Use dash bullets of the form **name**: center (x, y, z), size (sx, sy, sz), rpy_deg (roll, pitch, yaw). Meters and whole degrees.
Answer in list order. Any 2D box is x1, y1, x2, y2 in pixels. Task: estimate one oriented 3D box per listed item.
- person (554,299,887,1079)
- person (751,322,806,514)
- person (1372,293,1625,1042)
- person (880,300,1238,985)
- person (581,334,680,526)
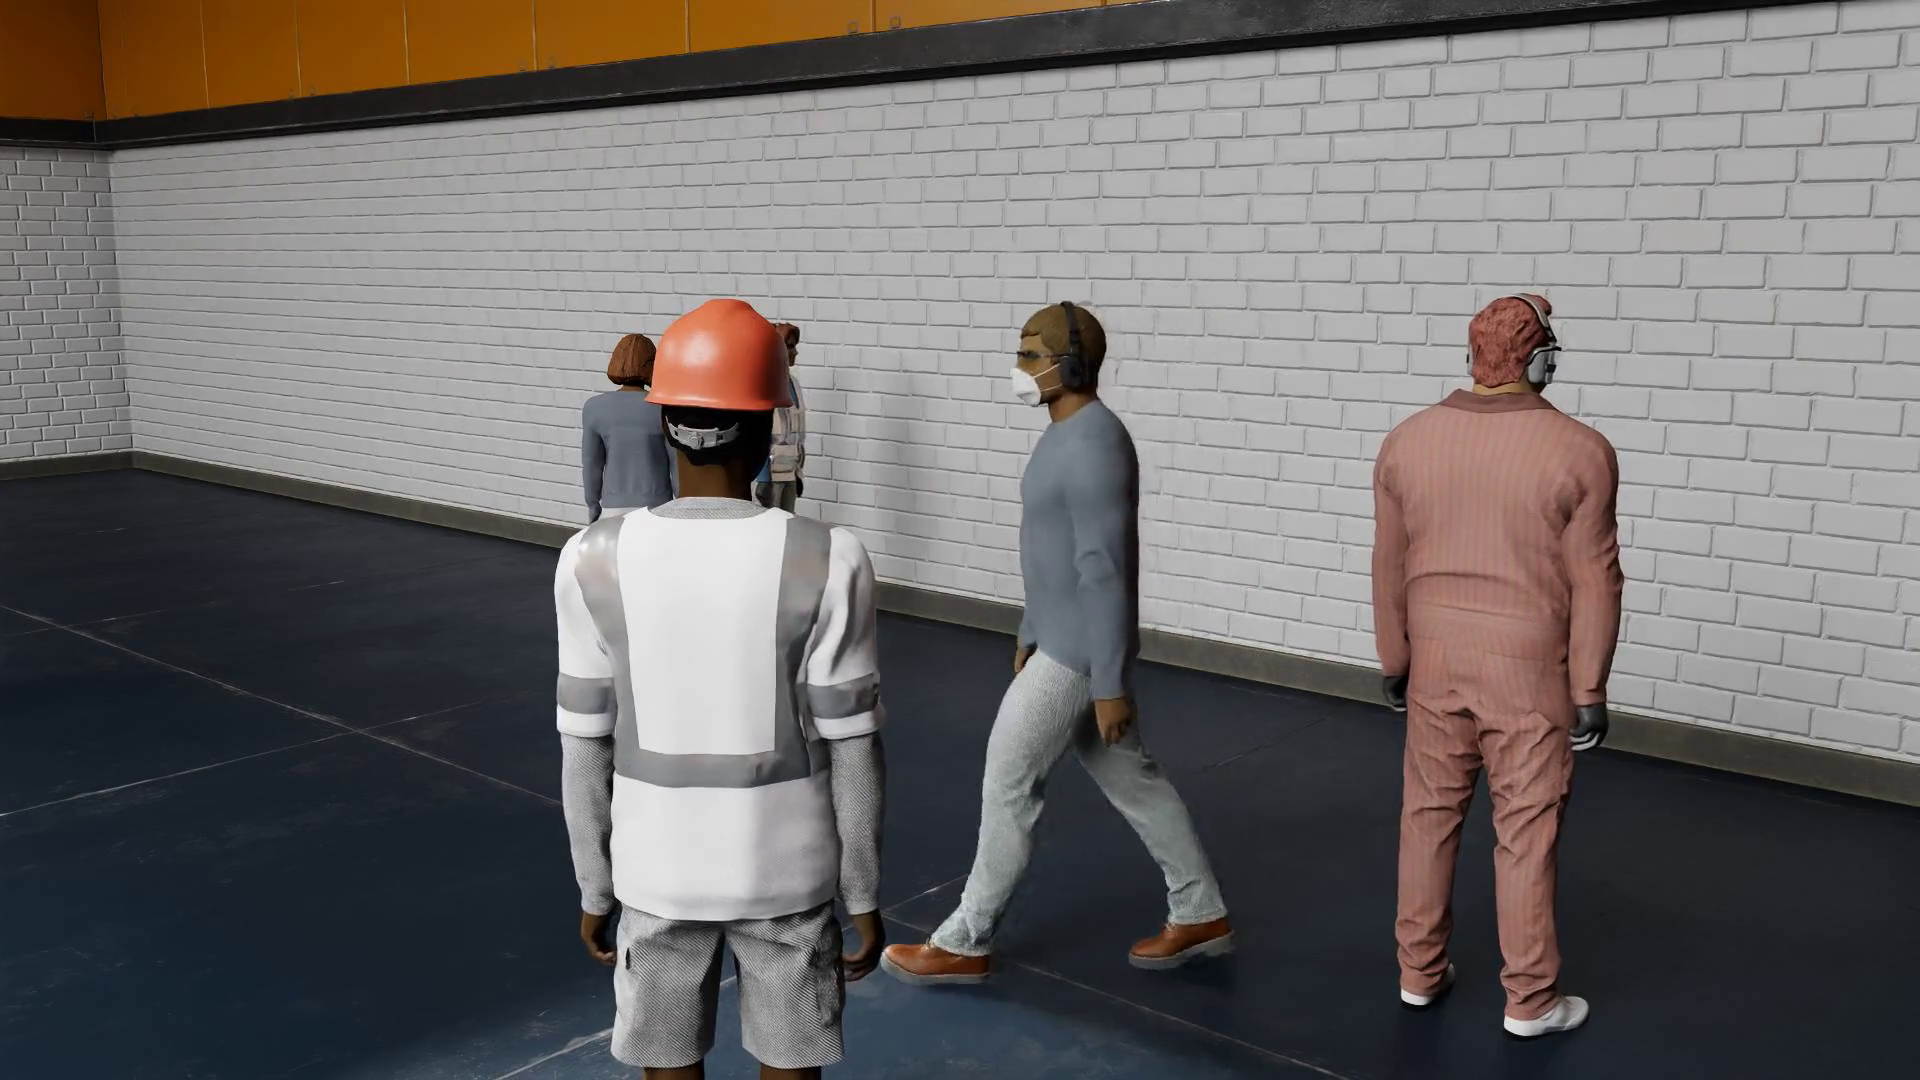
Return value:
- **person**: center (-0.396, 0.563, 2.868), size (0.551, 1.937, 0.357), rpy_deg (1, 10, 3)
- **person**: center (-0.963, -0.321, 8.749), size (0.315, 1.640, 0.515), rpy_deg (3, 10, 16)
- **person**: center (1.386, 0.326, 4.308), size (0.643, 1.909, 0.400), rpy_deg (9, 14, 42)
- **person**: center (0.325, 0.296, 4.542), size (1.009, 1.893, 0.647), rpy_deg (0, 10, 0)
- **person**: center (-1.487, -0.133, 7.697), size (0.507, 1.631, 0.266), rpy_deg (1, 10, 6)
